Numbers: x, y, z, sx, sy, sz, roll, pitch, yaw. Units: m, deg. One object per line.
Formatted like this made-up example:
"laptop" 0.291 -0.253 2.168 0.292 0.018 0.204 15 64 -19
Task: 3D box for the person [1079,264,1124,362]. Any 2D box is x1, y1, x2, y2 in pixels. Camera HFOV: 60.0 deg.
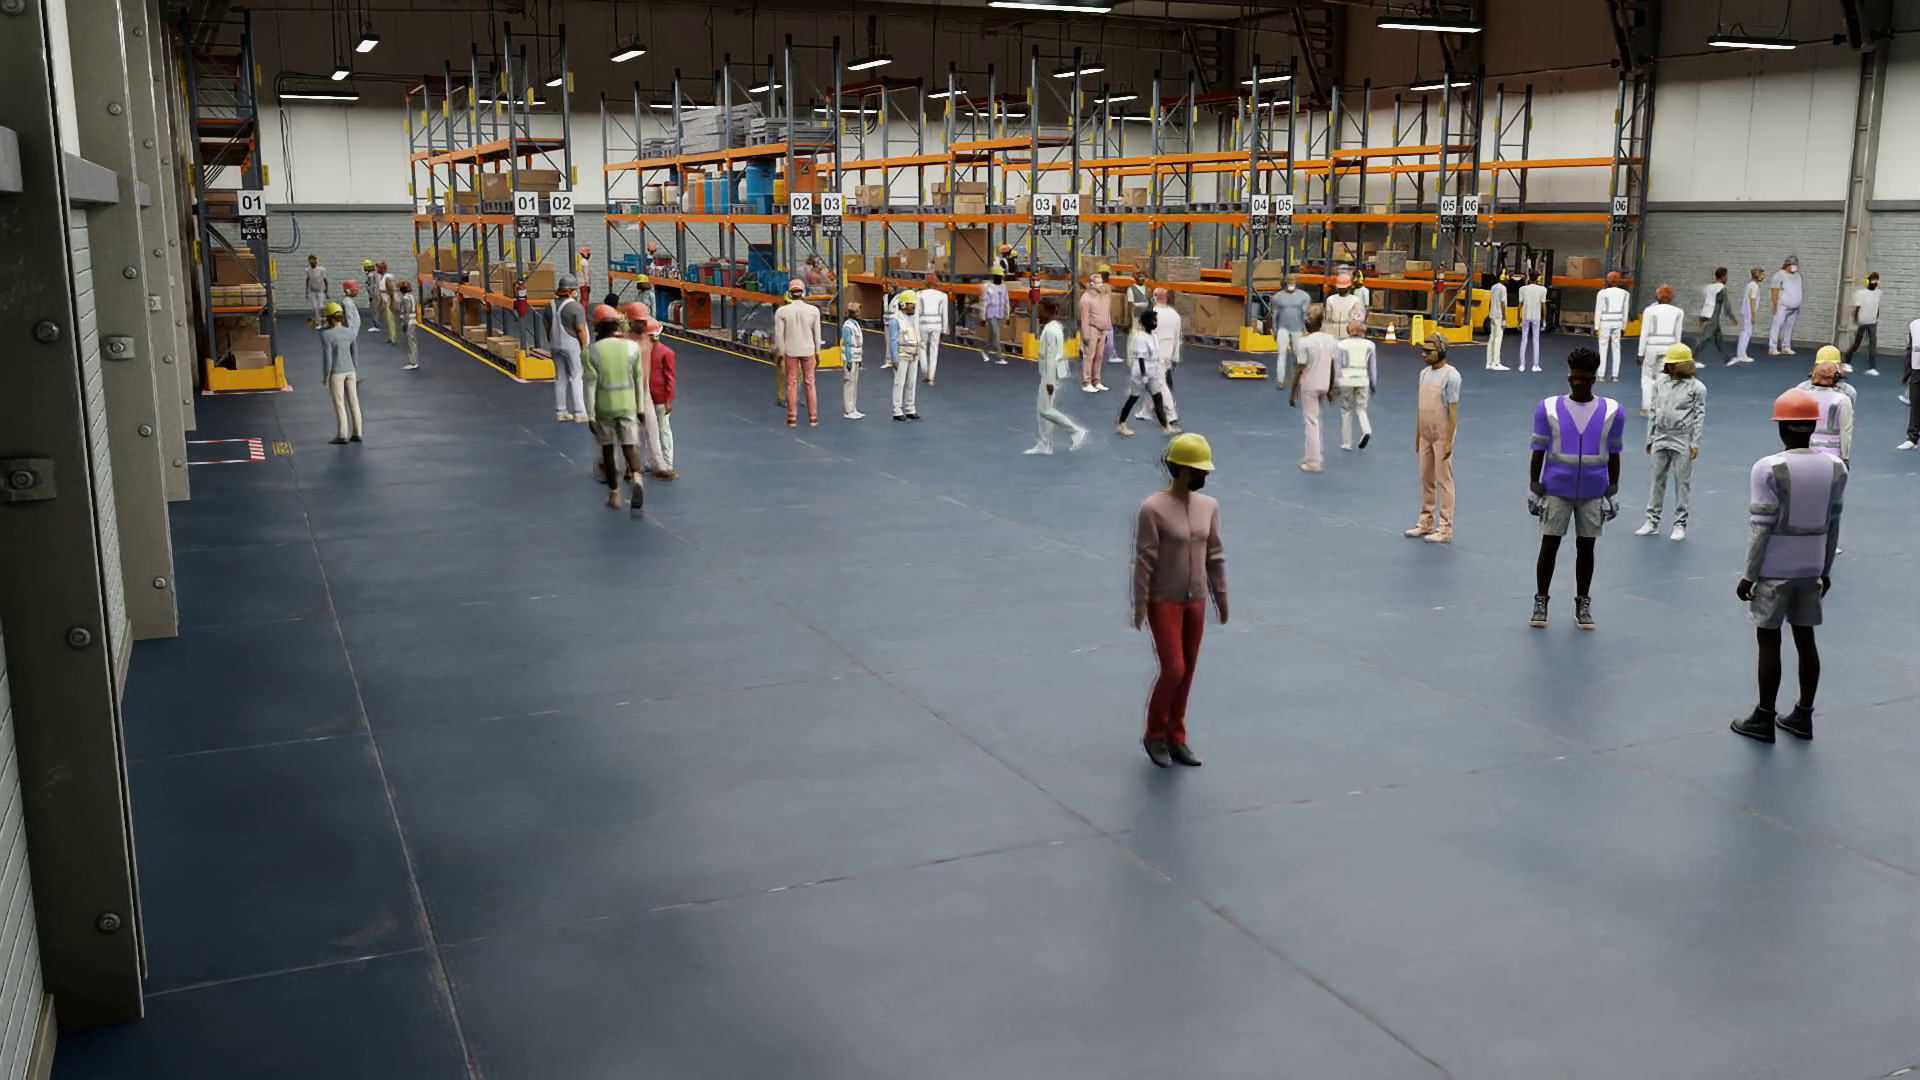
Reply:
"person" 2.718 -4.379 32.149 0.818 1.892 0.597 -5 12 -26

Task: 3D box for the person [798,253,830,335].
"person" -3.289 -5.625 38.118 0.687 2.000 1.067 5 12 24

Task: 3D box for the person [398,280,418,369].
"person" -10.210 -3.982 30.793 0.310 1.640 0.514 -2 11 -8

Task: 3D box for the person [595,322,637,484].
"person" -3.676 -1.470 17.721 0.561 1.756 0.318 -11 15 -43

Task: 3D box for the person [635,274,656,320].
"person" -5.858 -4.047 30.854 0.493 1.743 0.295 7 13 32

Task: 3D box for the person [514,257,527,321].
"person" -11.786 -6.735 44.486 0.348 1.756 0.518 -1 11 -3

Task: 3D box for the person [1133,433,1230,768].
"person" 1.161 0.320 8.607 0.554 1.752 0.387 -7 13 -33

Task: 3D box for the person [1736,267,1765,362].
"person" 15.340 -4.363 32.255 0.365 1.834 0.520 3 12 16

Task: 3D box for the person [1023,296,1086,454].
"person" 1.115 -1.938 19.745 0.654 1.900 0.596 1 11 4

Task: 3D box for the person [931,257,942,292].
"person" -0.771 -7.783 50.161 0.581 1.610 0.516 -9 15 -40

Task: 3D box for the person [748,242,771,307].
"person" -6.235 -8.171 51.201 0.949 1.986 0.660 3 12 15

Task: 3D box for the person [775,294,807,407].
"person" -2.508 -2.824 24.659 0.601 1.742 0.531 11 15 43

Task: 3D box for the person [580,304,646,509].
"person" -3.307 -1.262 16.033 0.640 2.013 0.792 -5 12 -26

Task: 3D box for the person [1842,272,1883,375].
"person" 16.265 -3.904 29.914 0.531 1.836 0.921 -1 11 -5

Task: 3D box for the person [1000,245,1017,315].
"person" 1.261 -6.856 44.418 0.417 2.030 0.633 11 15 43

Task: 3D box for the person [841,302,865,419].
"person" -1.516 -2.515 23.364 0.310 1.631 0.510 2 11 9

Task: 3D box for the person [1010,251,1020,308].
"person" 1.613 -7.710 49.437 0.328 1.760 0.524 -5 12 -22

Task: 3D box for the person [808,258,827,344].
"person" -3.135 -5.258 36.629 0.402 1.900 0.647 0 11 -2

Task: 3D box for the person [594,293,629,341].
"person" -5.130 -2.797 24.623 0.540 1.696 0.315 0 11 2

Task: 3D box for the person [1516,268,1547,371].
"person" 10.425 -4.010 30.347 0.528 1.869 0.313 6 13 28

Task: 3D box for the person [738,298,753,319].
"person" -5.896 -6.790 45.157 0.466 1.594 0.533 0 11 1

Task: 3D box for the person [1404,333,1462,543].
"person" 4.174 -0.898 14.618 0.339 1.839 0.505 -5 12 -22

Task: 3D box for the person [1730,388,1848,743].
"person" 4.502 0.141 9.082 0.549 1.933 0.373 -2 11 -10

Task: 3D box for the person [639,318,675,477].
"person" -3.366 -1.564 18.235 0.563 1.742 0.338 9 14 37

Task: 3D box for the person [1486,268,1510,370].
"person" 9.933 -4.067 30.665 0.333 1.861 0.520 -2 11 -9

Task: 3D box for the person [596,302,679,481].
"person" -3.570 -1.609 18.001 1.071 1.937 0.635 7 13 31

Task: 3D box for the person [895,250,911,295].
"person" -1.662 -6.959 45.320 0.685 1.870 0.873 -4 12 -19

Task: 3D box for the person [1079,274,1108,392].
"person" 2.189 -3.338 26.874 0.402 1.901 0.647 8 14 36

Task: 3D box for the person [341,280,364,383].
"person" -10.324 -3.542 28.267 0.340 1.747 0.569 -4 12 -20

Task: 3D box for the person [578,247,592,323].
"person" -9.829 -6.692 43.699 0.411 1.987 0.612 -5 12 -26

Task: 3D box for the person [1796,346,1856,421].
"person" 7.430 -0.806 14.385 0.483 1.745 0.299 6 13 30
